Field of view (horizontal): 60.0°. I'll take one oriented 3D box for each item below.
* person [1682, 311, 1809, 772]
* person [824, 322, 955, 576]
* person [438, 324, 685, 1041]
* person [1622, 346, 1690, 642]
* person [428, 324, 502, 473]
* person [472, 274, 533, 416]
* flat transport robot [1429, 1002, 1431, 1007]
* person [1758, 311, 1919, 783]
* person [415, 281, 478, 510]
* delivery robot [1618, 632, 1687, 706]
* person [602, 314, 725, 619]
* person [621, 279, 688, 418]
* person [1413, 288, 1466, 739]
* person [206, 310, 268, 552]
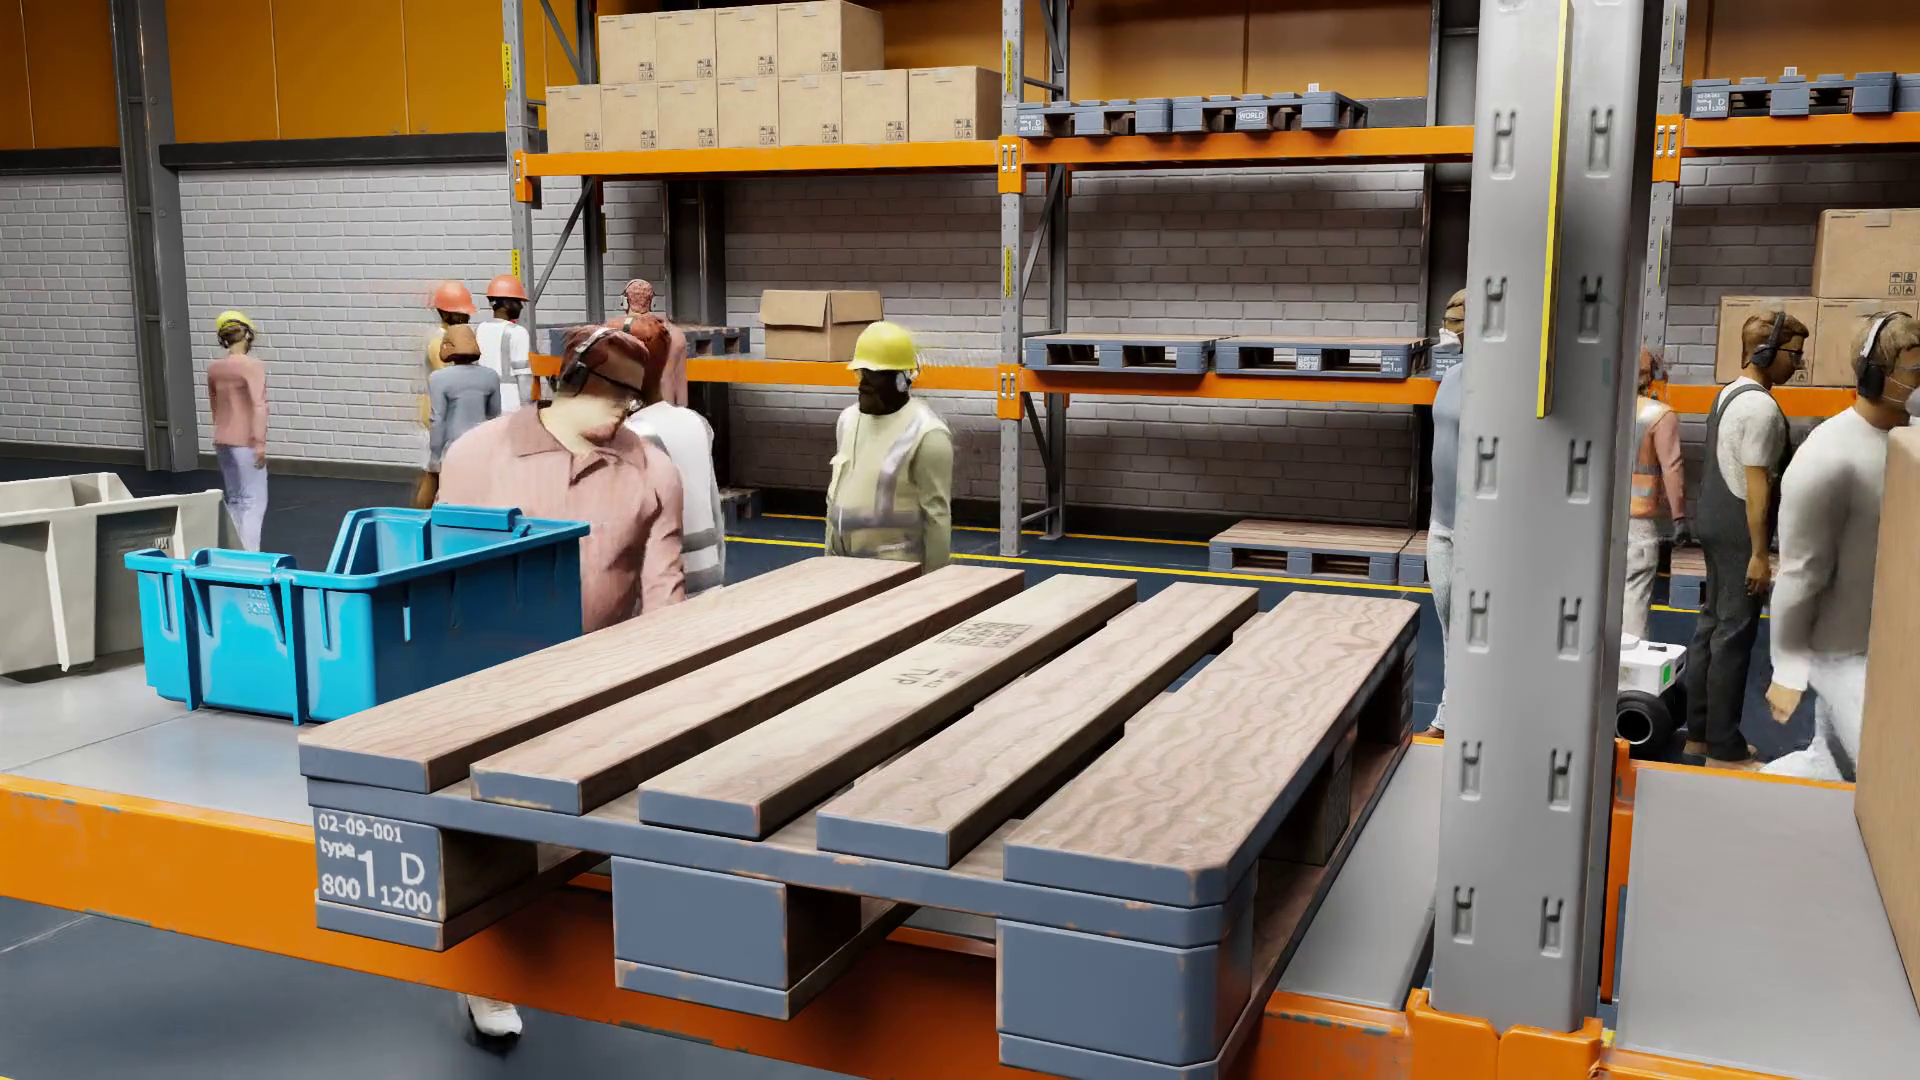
[{"bbox_3d":[3.082,0.023,6.548,0.350,1.837,0.506,2,10,9],"label":"person"},{"bbox_3d":[-0.245,0.061,6.412,0.818,1.808,0.590,-7,12,-38],"label":"person"},{"bbox_3d":[-1.070,0.365,4.428,0.724,1.859,0.620,-5,11,-26],"label":"person"},{"bbox_3d":[3.182,-0.125,8.072,0.398,1.624,0.705,-6,11,-31],"label":"person"},{"bbox_3d":[-3.160,-0.560,10.646,0.269,1.631,0.509,9,13,44],"label":"person"},{"bbox_3d":[-3.276,-0.941,12.025,0.547,1.934,0.376,6,11,31],"label":"person"},{"bbox_3d":[0.986,1.250,3.876,1.431,0.197,0.652,6,11,31],"label":"flat transport robot"},{"bbox_3d":[2.489,0.296,4.744,0.626,1.901,0.946,-7,12,-35],"label":"person"},{"bbox_3d":[-3.358,-0.798,11.303,0.952,1.888,0.569,-1,10,-4],"label":"person"},{"bbox_3d":[2.680,0.529,7.063,0.707,0.478,0.477,6,11,33],"label":"delivery robot"},{"bbox_3d":[-0.938,0.241,5.161,0.407,1.868,0.587,2,10,13],"label":"person"},{"bbox_3d":[-2.187,-0.828,11.434,0.647,1.908,0.409,-6,11,-31],"label":"person"},{"bbox_3d":[2.027,-0.039,6.612,0.359,1.938,0.635,-1,10,-8],"label":"person"},{"bbox_3d":[-4.482,-0.571,10.448,0.684,1.719,0.419,6,11,33],"label":"person"}]
